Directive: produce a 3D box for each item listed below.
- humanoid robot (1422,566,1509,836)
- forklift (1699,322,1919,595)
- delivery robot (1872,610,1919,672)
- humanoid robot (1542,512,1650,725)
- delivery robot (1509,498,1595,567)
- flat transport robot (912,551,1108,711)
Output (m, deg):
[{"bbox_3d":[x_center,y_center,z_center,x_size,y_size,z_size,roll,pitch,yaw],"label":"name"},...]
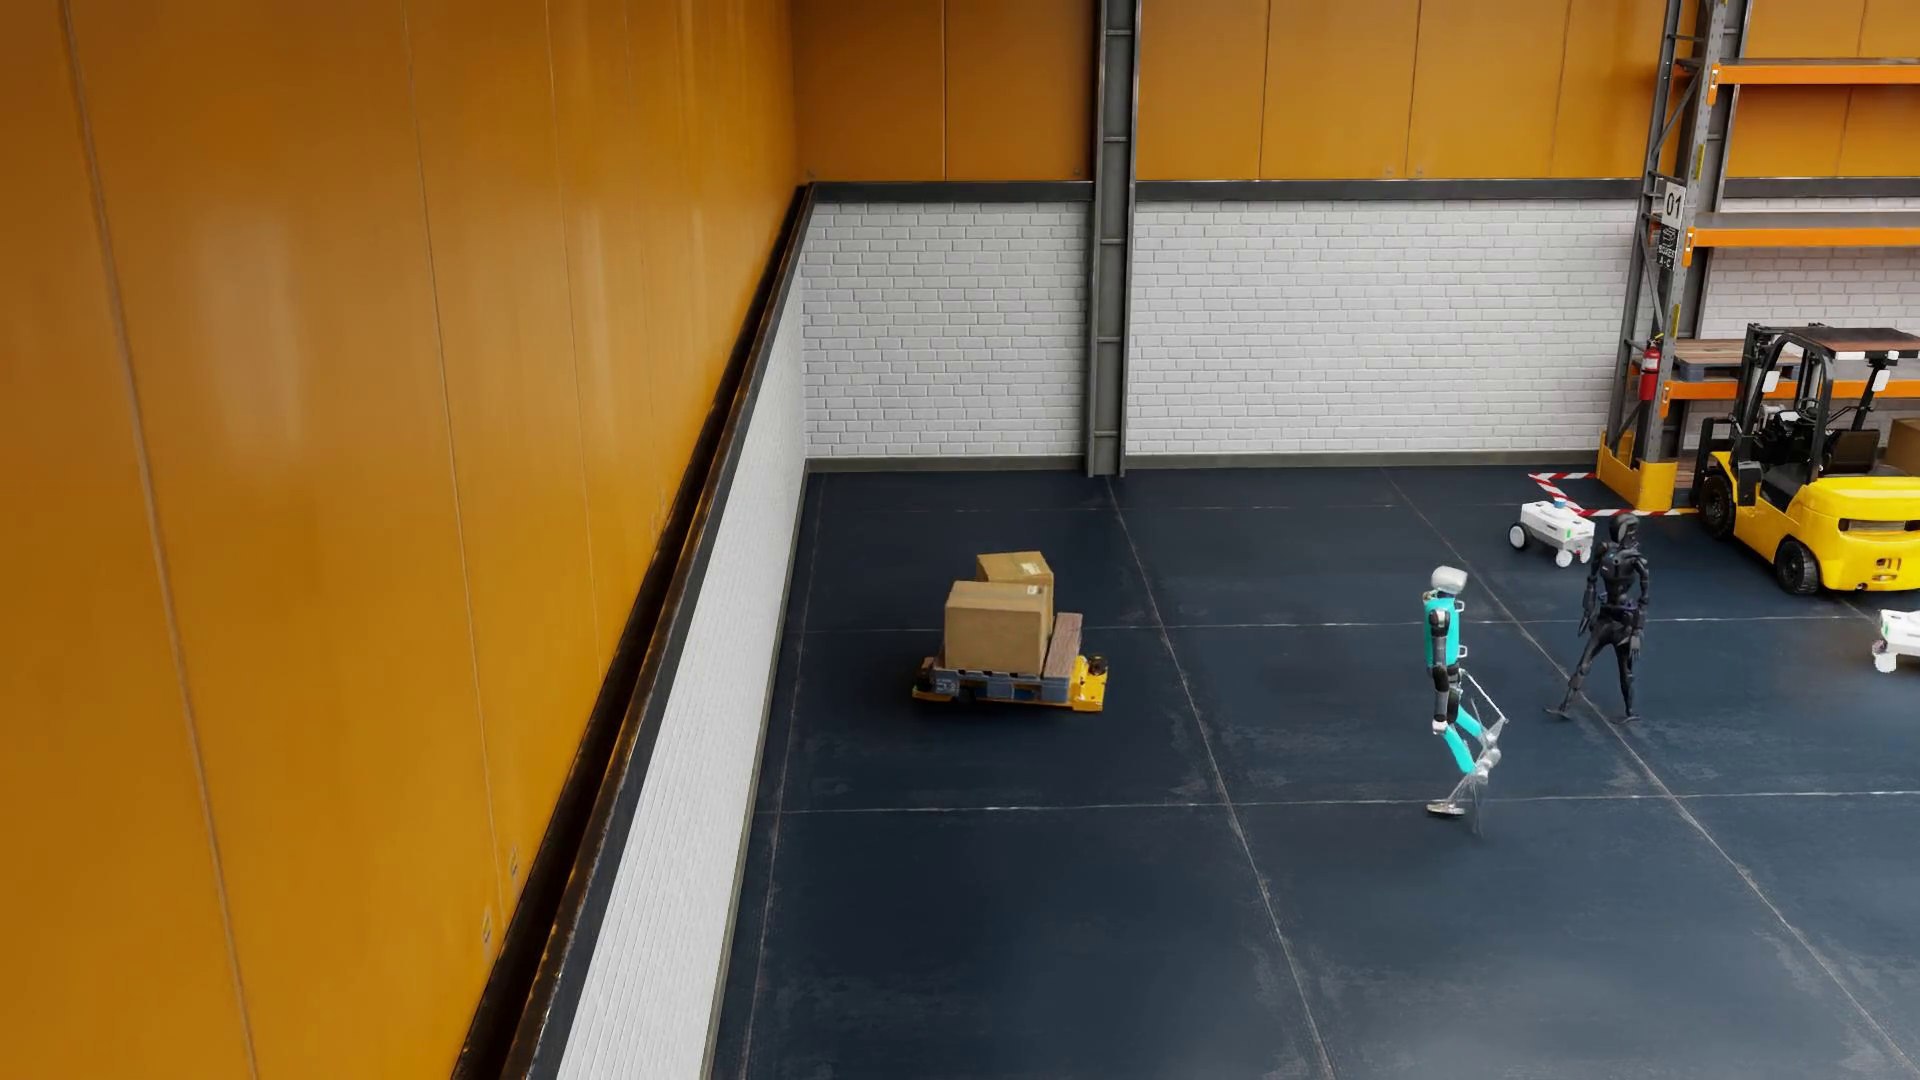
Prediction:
[{"bbox_3d":[3.276,1.099,10.619,0.762,1.897,0.544,6,21,17],"label":"humanoid robot"},{"bbox_3d":[7.809,-0.792,14.926,1.214,2.155,2.313,-1,20,-2],"label":"forklift"},{"bbox_3d":[7.599,0.793,12.996,0.784,0.599,0.499,8,22,21],"label":"delivery robot"},{"bbox_3d":[4.671,0.596,11.947,0.735,1.631,0.597,-8,22,-21],"label":"humanoid robot"},{"bbox_3d":[5.518,-0.097,15.429,0.525,0.614,0.786,-8,22,-20],"label":"delivery robot"},{"bbox_3d":[0.392,1.053,12.699,1.431,0.231,0.659,3,20,8],"label":"flat transport robot"}]
